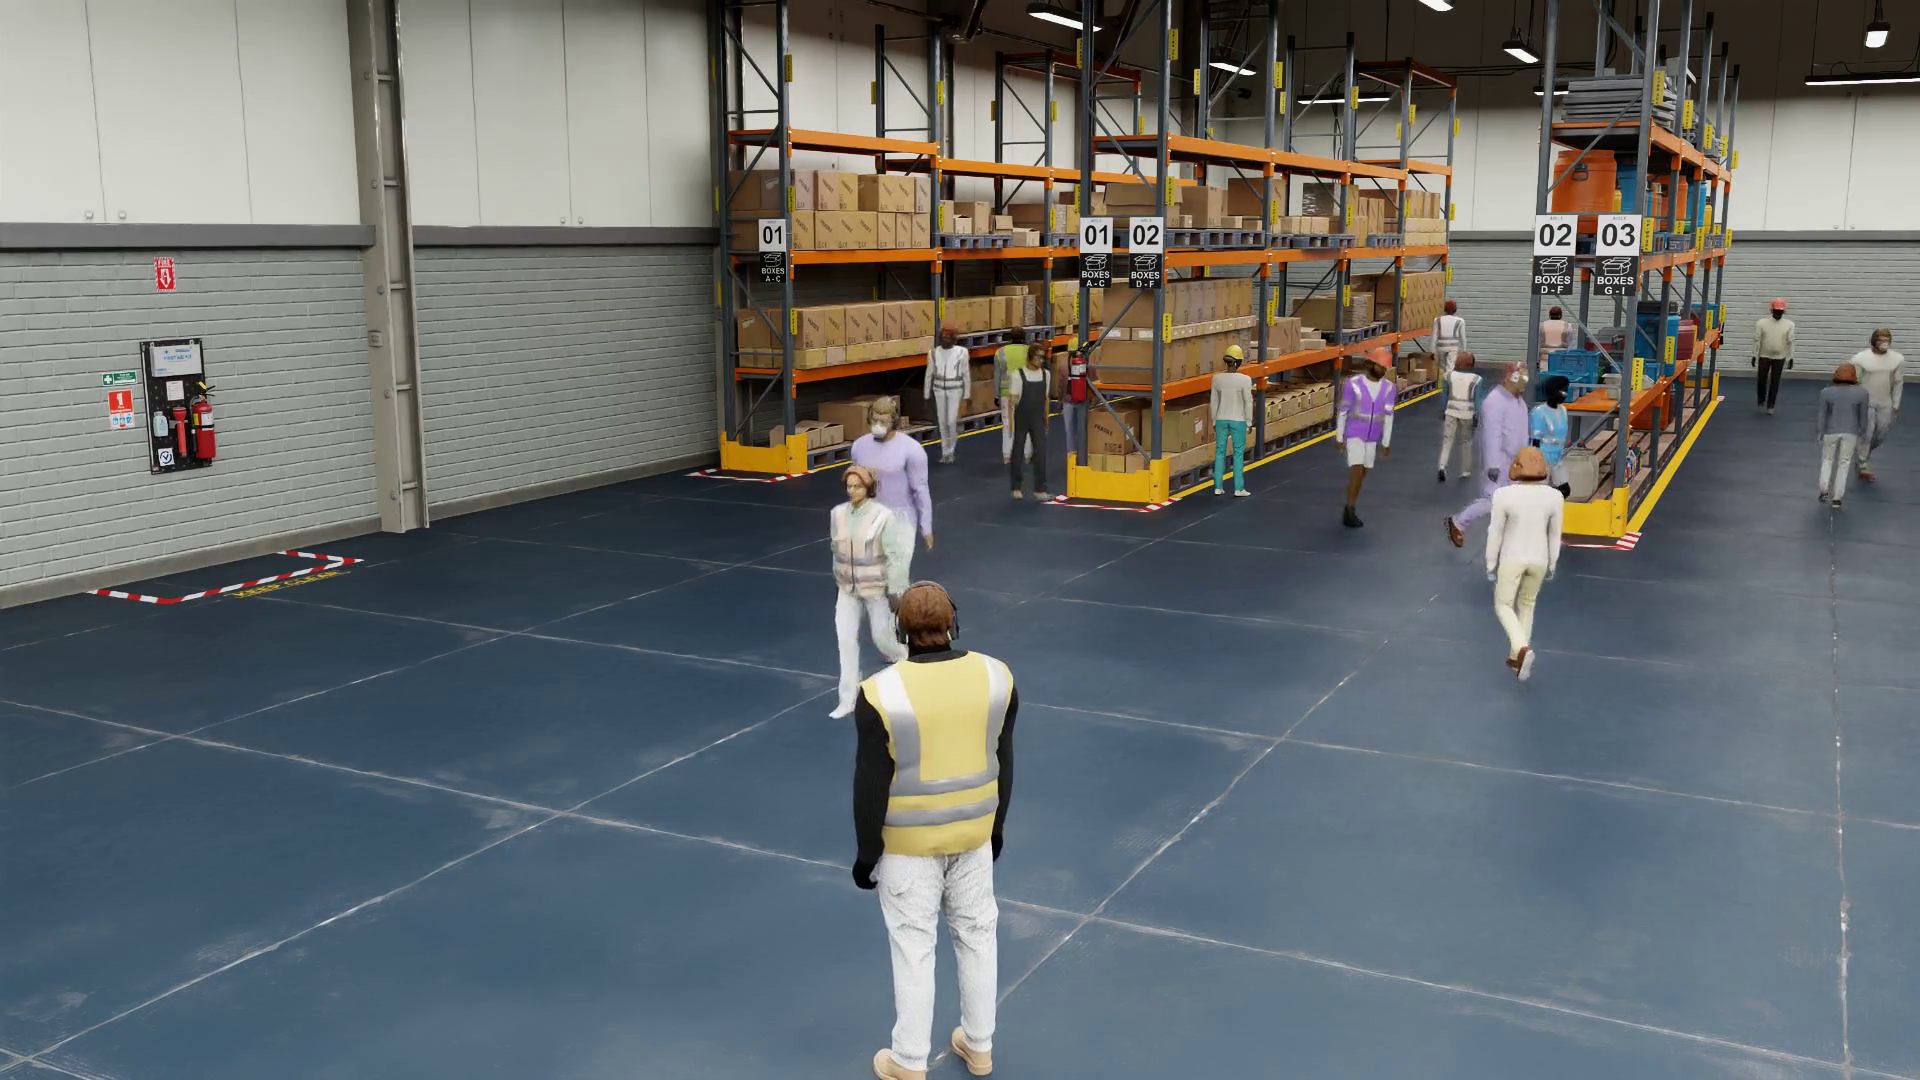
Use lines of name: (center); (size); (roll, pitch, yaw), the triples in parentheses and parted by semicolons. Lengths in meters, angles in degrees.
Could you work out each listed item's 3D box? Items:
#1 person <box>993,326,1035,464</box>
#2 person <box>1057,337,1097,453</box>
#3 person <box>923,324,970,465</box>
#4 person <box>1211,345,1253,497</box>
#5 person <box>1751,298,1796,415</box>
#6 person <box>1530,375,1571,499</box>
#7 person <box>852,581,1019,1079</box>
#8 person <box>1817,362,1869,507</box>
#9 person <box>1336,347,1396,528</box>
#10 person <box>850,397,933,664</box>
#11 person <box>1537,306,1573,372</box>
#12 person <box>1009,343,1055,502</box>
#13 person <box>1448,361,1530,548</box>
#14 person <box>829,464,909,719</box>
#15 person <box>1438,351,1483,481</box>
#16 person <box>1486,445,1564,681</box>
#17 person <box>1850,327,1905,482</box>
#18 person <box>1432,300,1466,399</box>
person: (0.761, -1.923, 22.117); (0.635, 1.842, 0.429); (1, 10, 4)
person: (1.527, -1.795, 21.727); (0.526, 1.738, 0.806); (1, 10, 8)
person: (-0.198, -1.911, 21.988); (0.617, 1.860, 0.653); (3, 11, 17)
person: (3.167, -1.379, 19.361); (0.526, 1.769, 0.311); (7, 12, 32)
person: (13.755, -3.091, 28.111); (0.660, 1.972, 0.586); (4, 11, 22)
person: (5.757, -0.774, 16.272); (0.554, 1.679, 0.387); (-8, 13, -37)
person: (-0.103, 1.051, 5.915); (0.621, 1.840, 0.430); (-5, 12, -26)
person: (9.934, -1.189, 18.740); (0.507, 1.616, 0.576); (6, 12, 31)
person: (4.237, -1.062, 17.308); (0.551, 1.885, 0.661); (-2, 11, -13)
person: (-0.510, -0.099, 12.083); (0.665, 1.895, 0.717); (8, 13, 36)
person: (10.128, -3.069, 28.382); (0.624, 1.840, 0.429); (5, 12, 25)
person: (0.811, -1.316, 18.889); (0.569, 1.801, 0.863); (-4, 11, -19)
person: (5.072, -0.758, 15.709); (0.646, 1.872, 0.743); (-9, 14, -41)
person: (-0.559, 0.298, 10.626); (0.523, 1.615, 0.702); (6, 12, 31)
person: (6.206, -1.541, 20.679); (0.522, 1.607, 0.814); (6, 12, 31)
person: (3.869, 0.160, 11.394); (0.515, 1.616, 0.696); (0, 10, -3)
person: (11.321, -1.694, 20.669); (0.653, 1.918, 0.623); (1, 10, 6)
person: (9.061, -3.521, 30.854); (0.592, 1.841, 0.991); (5, 12, 26)
